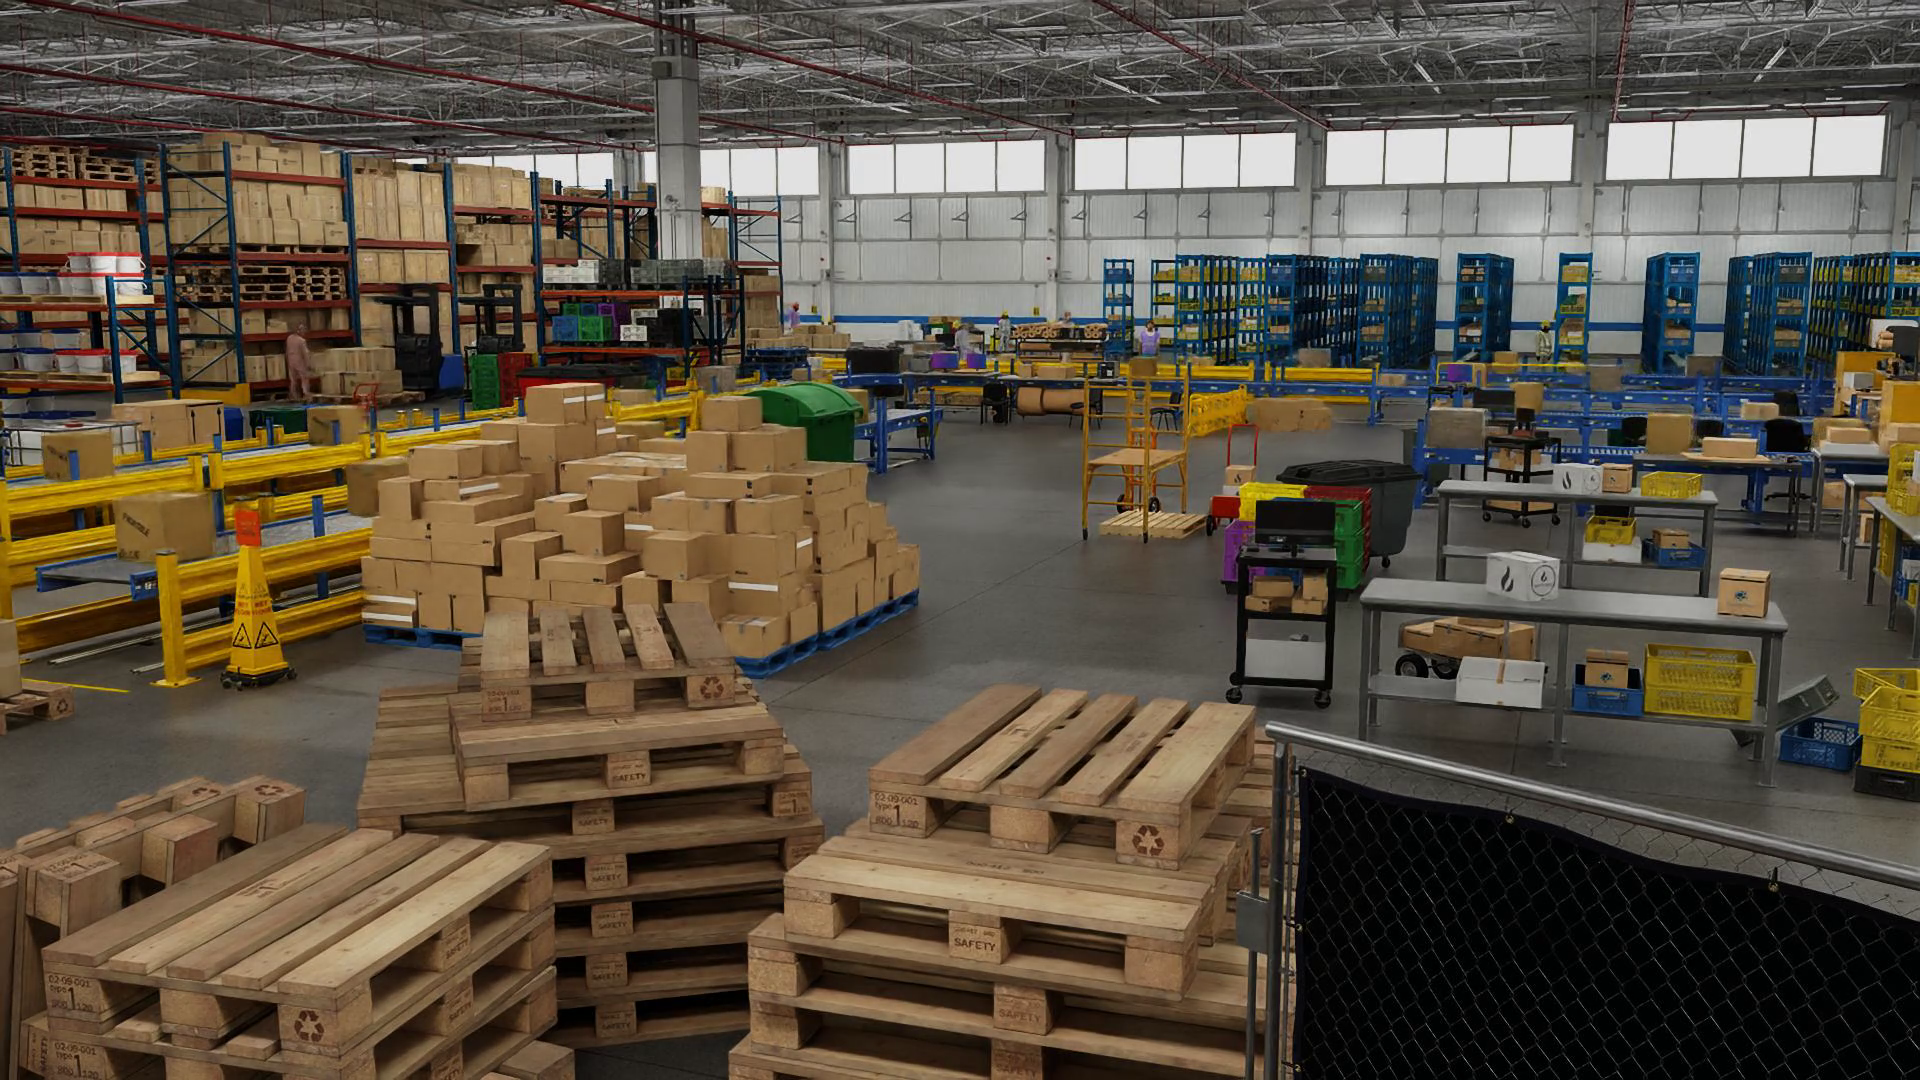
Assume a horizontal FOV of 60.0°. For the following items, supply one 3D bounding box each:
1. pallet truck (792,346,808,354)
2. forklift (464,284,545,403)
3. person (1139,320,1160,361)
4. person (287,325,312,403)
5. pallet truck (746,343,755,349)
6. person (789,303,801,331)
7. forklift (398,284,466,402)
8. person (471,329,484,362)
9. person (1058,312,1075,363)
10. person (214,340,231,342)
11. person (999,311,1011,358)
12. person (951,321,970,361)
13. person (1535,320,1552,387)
[{"bbox_3d":[-3.705,-4.298,42.022,0.653,1.274,1.630,3,10,20],"label":"pallet truck"},{"bbox_3d":[-10.832,-4.702,39.610,1.129,2.768,1.873,3,10,20],"label":"forklift"},{"bbox_3d":[5.045,-4.940,44.342,0.564,1.846,0.390,0,9,-1],"label":"person"},{"bbox_3d":[-15.630,-4.152,39.363,0.669,1.874,0.401,5,10,29],"label":"person"},{"bbox_3d":[-6.183,-4.618,44.264,1.601,1.201,0.680,-9,12,-43],"label":"pallet truck"},{"bbox_3d":[-6.721,-8.834,68.656,0.972,1.884,0.571,5,10,27],"label":"person"},{"bbox_3d":[-12.949,-4.780,40.101,1.129,2.768,1.873,3,10,20],"label":"forklift"},{"bbox_3d":[-12.066,-4.477,41.943,0.532,1.689,0.322,-9,12,-43],"label":"person"},{"bbox_3d":[3.361,-6.287,52.688,0.641,1.885,0.552,-4,10,-23],"label":"person"},{"bbox_3d":[-20.196,-5.117,45.555,0.573,1.821,0.835,3,10,18],"label":"person"},{"bbox_3d":[1.642,-7.523,60.925,0.485,1.735,0.346,-5,10,-27],"label":"person"},{"bbox_3d":[0.038,-5.199,46.222,0.911,1.776,0.601,7,11,36],"label":"person"},{"bbox_3d":[15.750,-5.020,44.888,0.590,1.833,0.404,-8,12,-41],"label":"person"}]
